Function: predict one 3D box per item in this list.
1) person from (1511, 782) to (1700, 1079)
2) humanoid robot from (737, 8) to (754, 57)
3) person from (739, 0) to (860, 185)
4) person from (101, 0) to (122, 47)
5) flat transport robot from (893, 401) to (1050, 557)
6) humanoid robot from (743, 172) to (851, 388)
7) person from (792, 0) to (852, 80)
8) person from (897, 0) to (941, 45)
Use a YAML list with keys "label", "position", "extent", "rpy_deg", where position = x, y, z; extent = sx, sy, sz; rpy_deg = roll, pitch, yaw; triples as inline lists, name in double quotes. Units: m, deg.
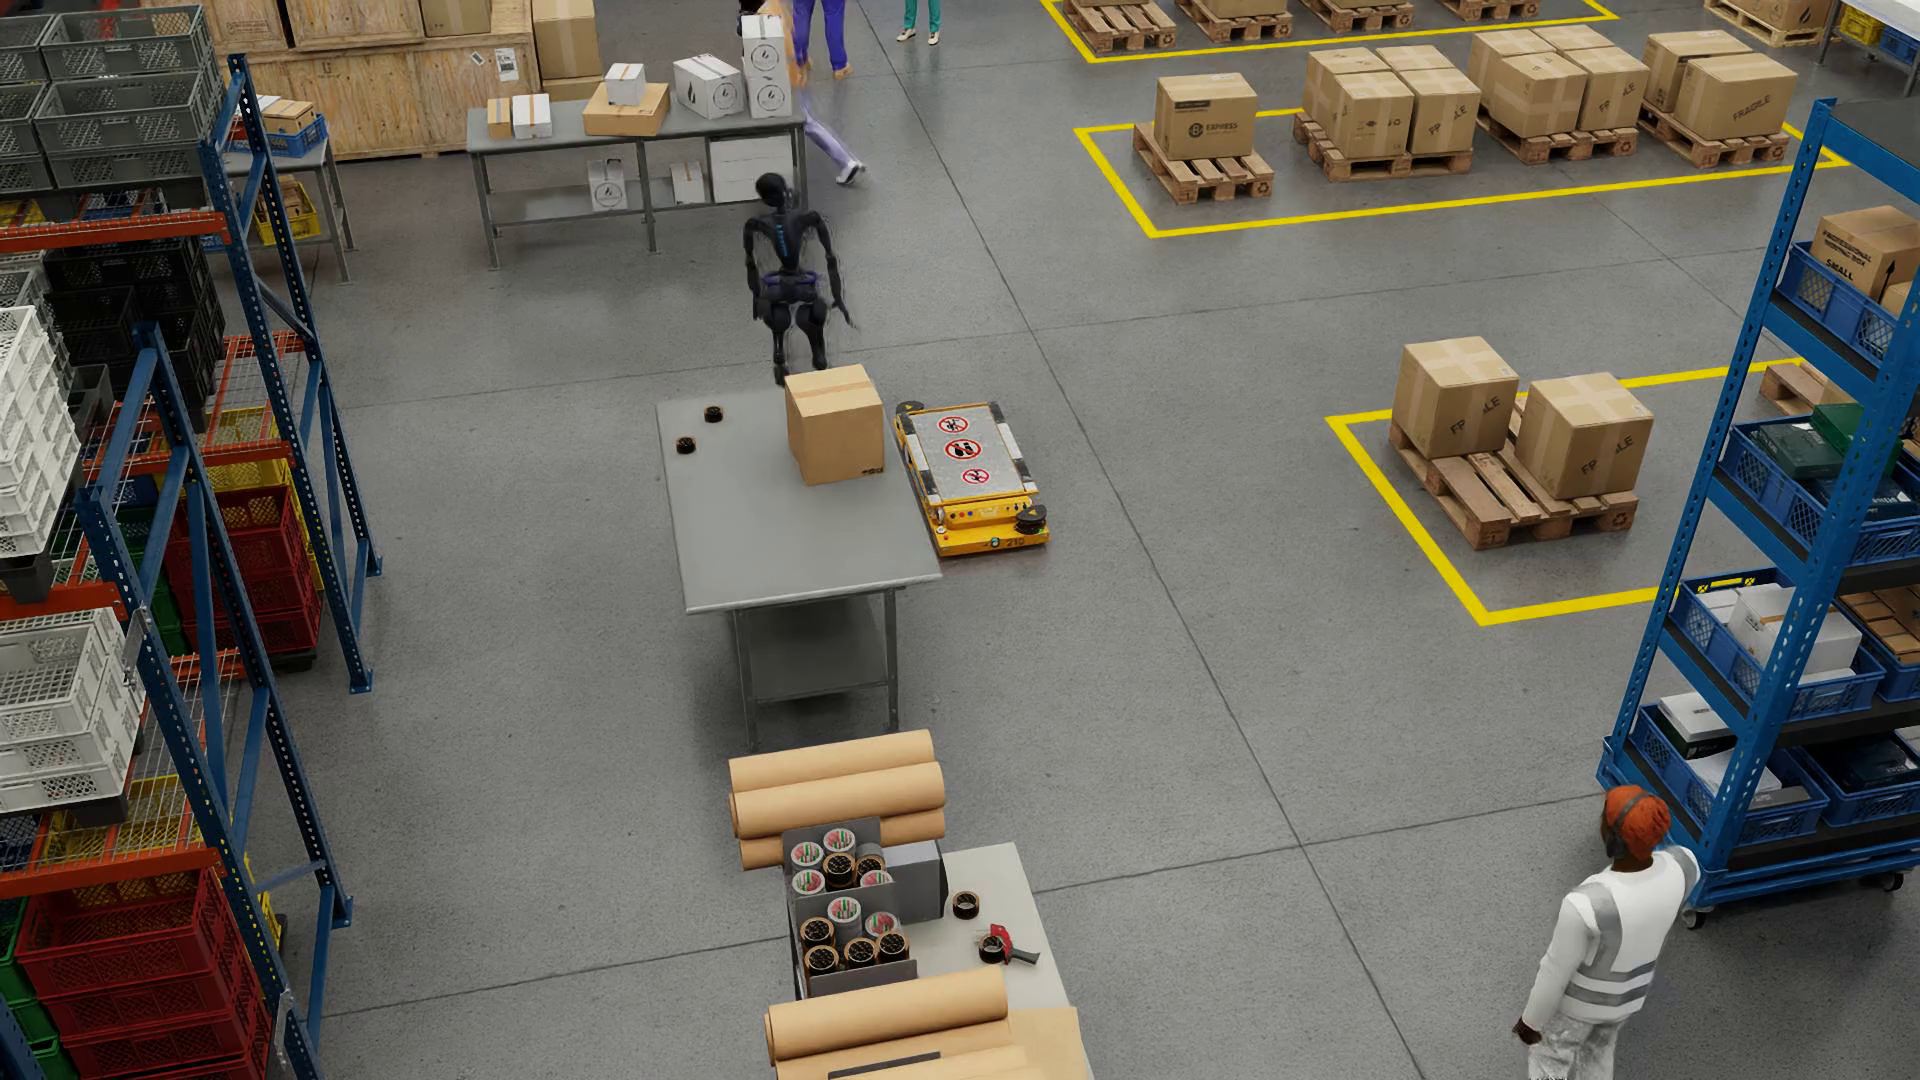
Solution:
- label: "person"
  position: [2.283, 1.621, 6.032]
  extent: [0.580, 1.874, 0.339]
  rpy_deg: [-14, 39, -18]
- label: "humanoid robot"
  position: [-1.733, -4.307, 14.160]
  extent: [0.349, 1.648, 0.573]
  rpy_deg: [-1, 37, -1]
- label: "person"
  position: [-1.355, -3.615, 13.094]
  extent: [1.049, 1.852, 0.613]
  rpy_deg: [5, 37, 7]
- label: "person"
  position: [-7.900, -5.490, 15.519]
  extent: [0.614, 1.952, 0.906]
  rpy_deg: [3, 37, 4]
- label: "flat transport robot"
  position: [0.046, -0.430, 10.108]
  extent: [0.652, 0.197, 1.431]
  rpy_deg: [-8, 37, -10]
- label: "humanoid robot"
  position: [-1.003, -1.510, 10.421]
  extent: [0.662, 1.632, 0.386]
  rpy_deg: [2, 37, 3]
- label: "person"
  position: [-1.286, -5.247, 15.123]
  extent: [0.685, 2.000, 0.535]
  rpy_deg: [10, 38, 13]
- label: "person"
  position: [-0.385, -5.614, 15.844]
  extent: [0.532, 1.765, 0.325]
  rpy_deg: [12, 38, 16]
